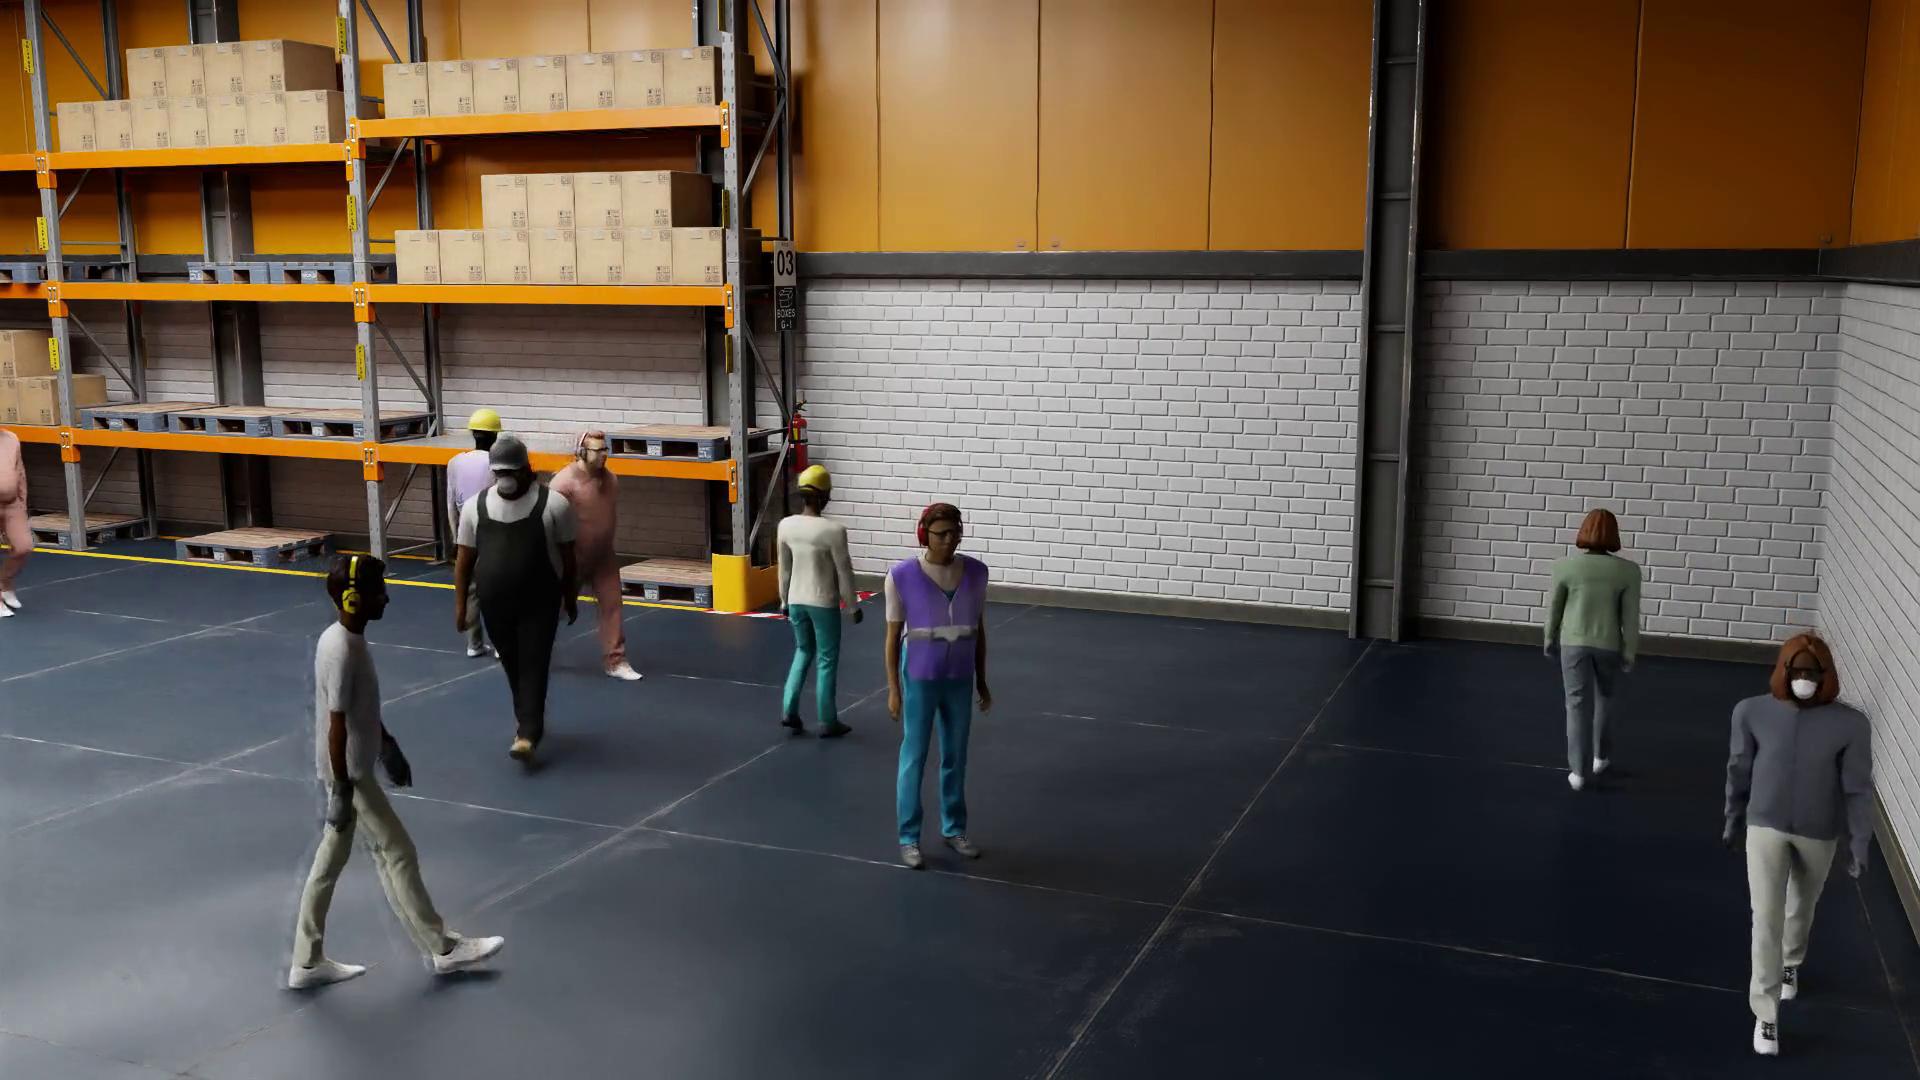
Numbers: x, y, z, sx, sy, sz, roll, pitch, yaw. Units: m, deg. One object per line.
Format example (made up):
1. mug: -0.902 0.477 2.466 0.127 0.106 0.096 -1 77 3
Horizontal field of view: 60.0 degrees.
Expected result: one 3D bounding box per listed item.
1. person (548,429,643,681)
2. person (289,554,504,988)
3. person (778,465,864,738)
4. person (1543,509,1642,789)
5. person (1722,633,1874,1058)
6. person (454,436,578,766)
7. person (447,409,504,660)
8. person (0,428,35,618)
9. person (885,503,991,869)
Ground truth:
1. person: -2.815 0.093 12.168 1.000 1.858 0.655 7 11 35
2. person: -2.420 0.958 6.980 0.924 1.828 0.544 -4 10 -23
3. person: -0.889 0.399 10.573 0.546 1.764 0.377 6 11 34
4. person: 3.679 0.613 9.740 0.502 1.610 0.676 2 10 14
5. person: 3.304 1.143 6.579 0.512 1.590 0.846 4 10 23
6. person: -2.734 0.330 10.141 0.706 2.000 1.019 0 9 1
7. person: -3.617 -0.042 12.749 0.593 1.922 0.386 3 10 17
8. person: -8.254 -0.271 14.230 0.434 1.889 0.674 5 10 26
9. person: -0.121 0.716 8.405 0.570 1.839 0.372 -5 11 -27
